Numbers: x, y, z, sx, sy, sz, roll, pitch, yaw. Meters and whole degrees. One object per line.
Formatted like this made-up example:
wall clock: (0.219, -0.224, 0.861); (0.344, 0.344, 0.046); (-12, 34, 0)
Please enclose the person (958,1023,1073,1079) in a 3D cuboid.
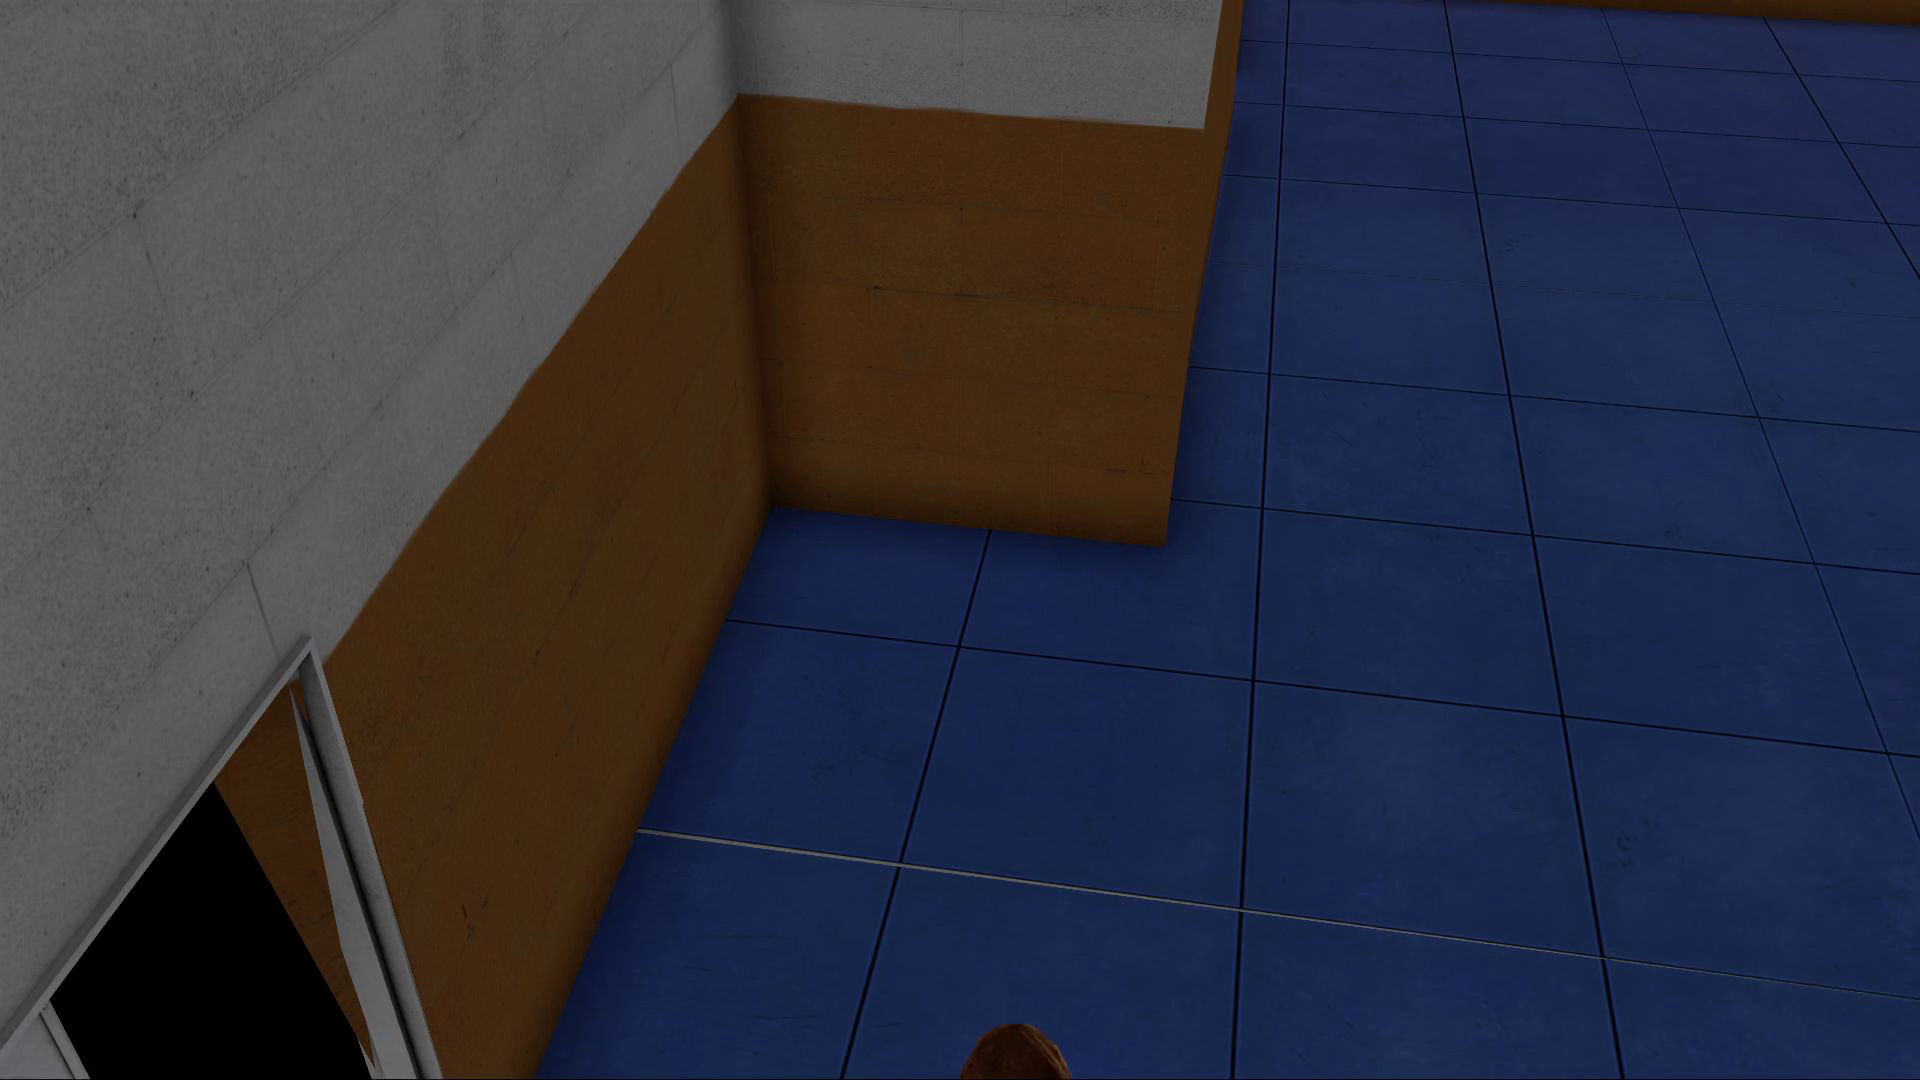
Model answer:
person: (0.126, 1.939, 4.236); (1.137, 1.718, 0.979); (-9, 38, -12)
